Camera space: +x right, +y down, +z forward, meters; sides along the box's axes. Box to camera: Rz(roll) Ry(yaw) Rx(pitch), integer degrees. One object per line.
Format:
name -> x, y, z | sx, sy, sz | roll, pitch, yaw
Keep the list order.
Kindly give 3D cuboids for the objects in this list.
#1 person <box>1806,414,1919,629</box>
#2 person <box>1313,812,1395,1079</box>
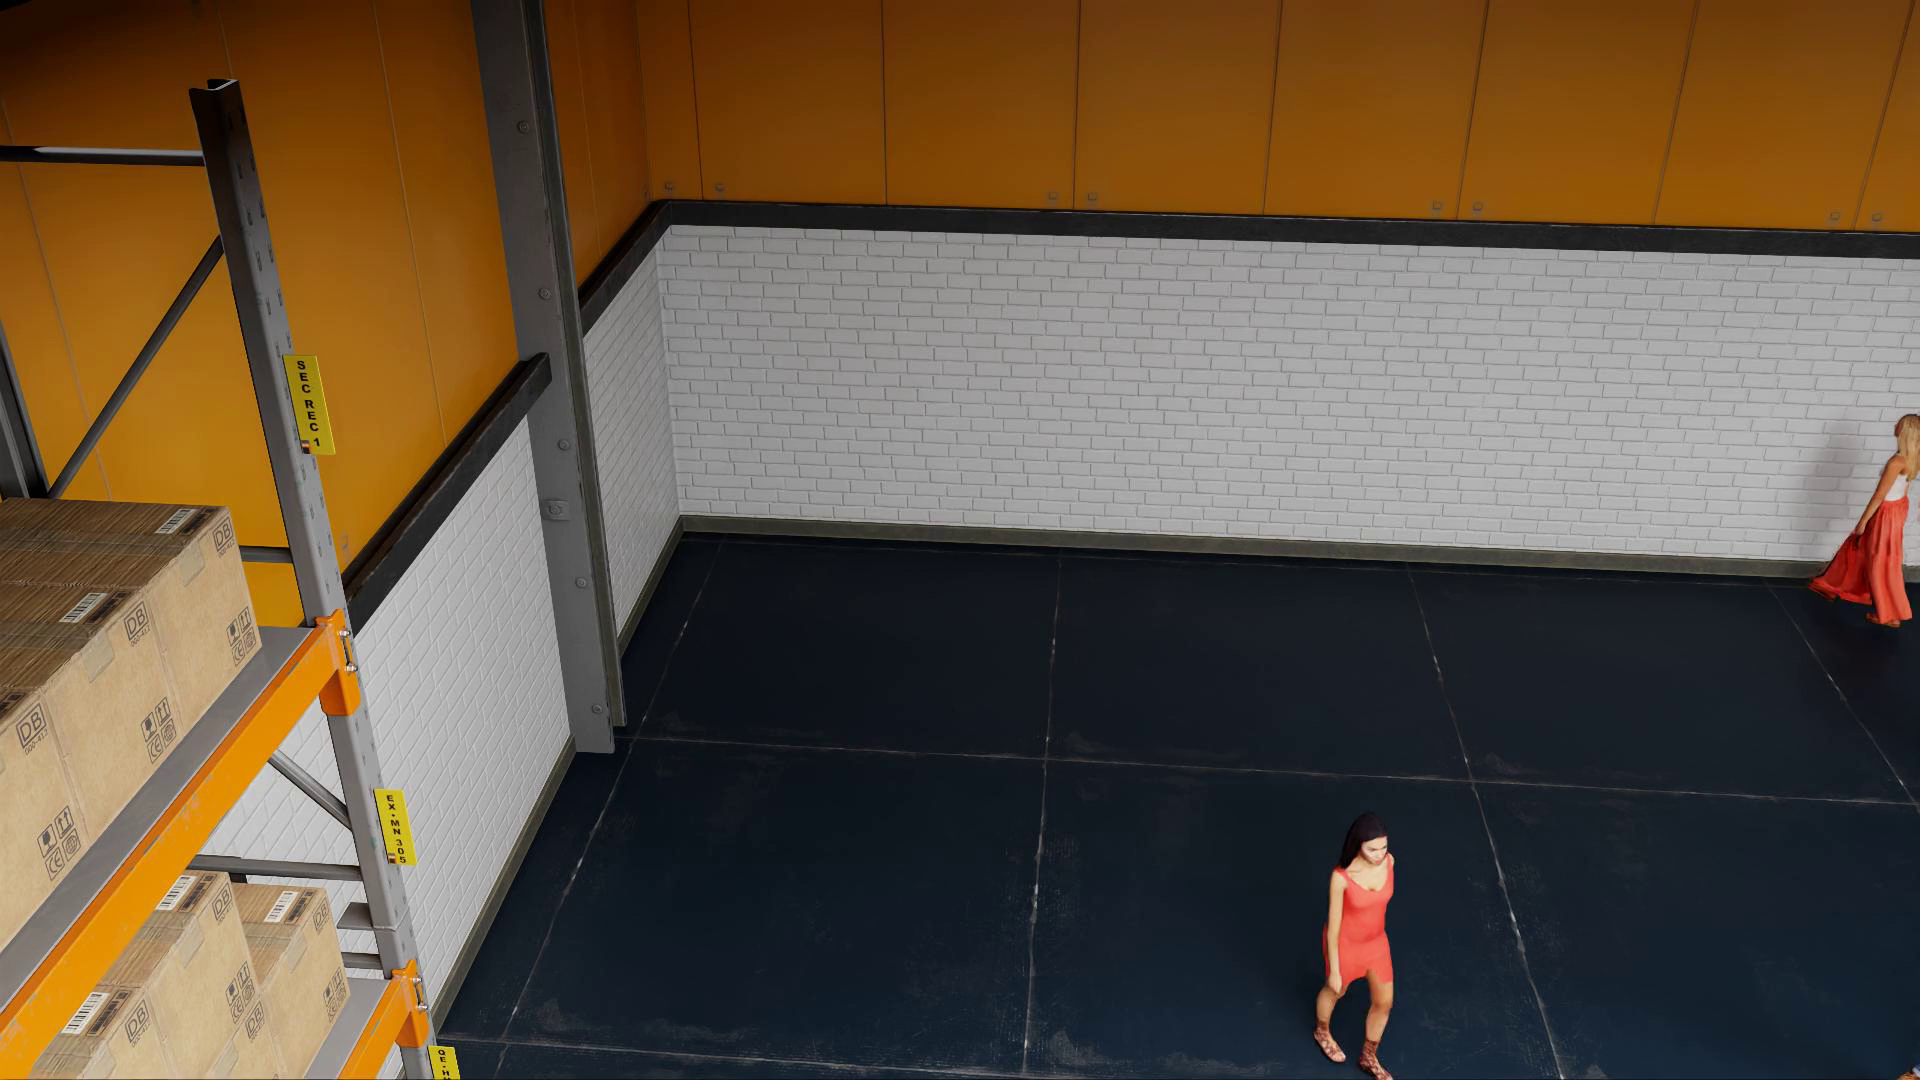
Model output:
person -> 7.410, -0.126, 13.178 | 1.109, 1.774, 1.132 | -25, 37, -37
person -> 2.094, 2.158, 9.073 | 0.837, 1.697, 0.927 | -15, 32, -25
